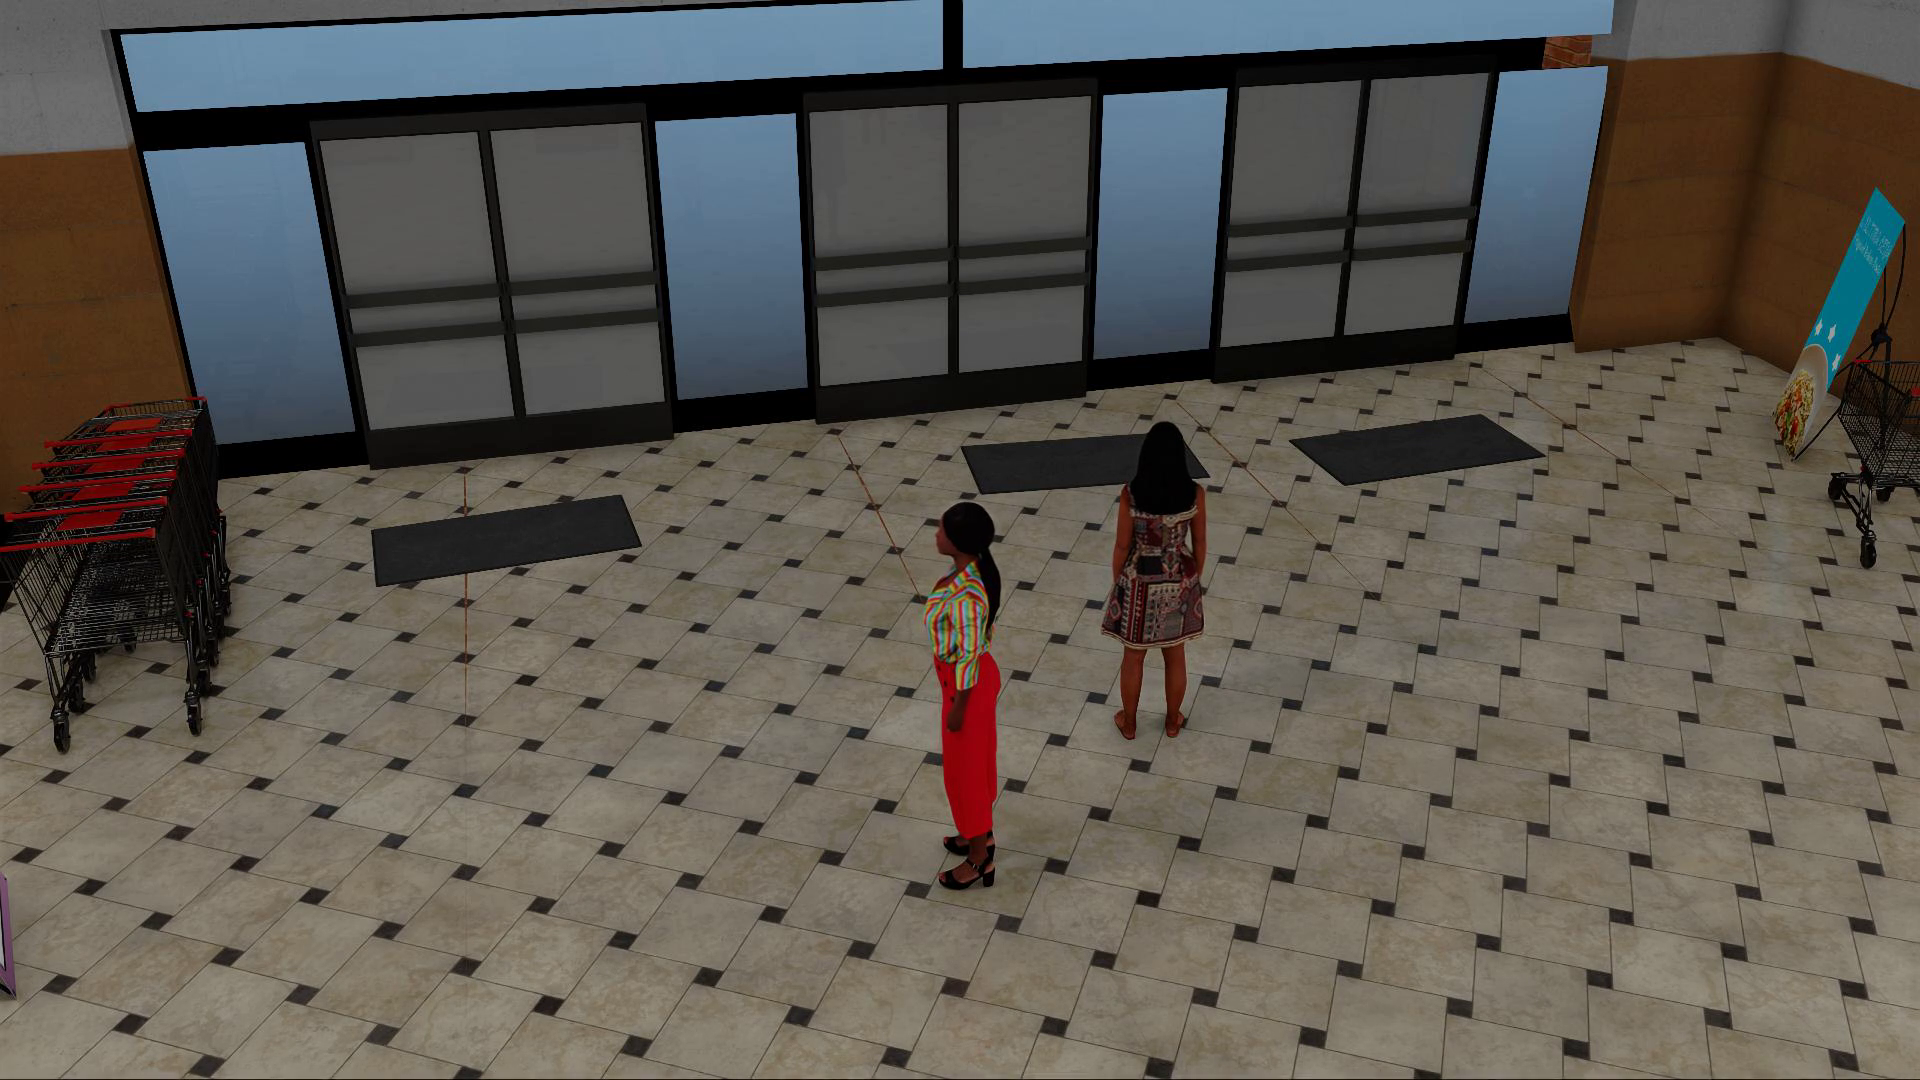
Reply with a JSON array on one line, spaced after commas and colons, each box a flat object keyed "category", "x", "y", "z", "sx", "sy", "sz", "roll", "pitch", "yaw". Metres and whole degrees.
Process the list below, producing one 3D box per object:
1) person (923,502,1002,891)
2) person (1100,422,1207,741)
[{"category": "person", "x": 0.037, "y": 0.652, "z": 6.839, "sx": 0.740, "sy": 1.792, "sz": 0.607, "roll": 4, "pitch": 27, "yaw": 9}, {"category": "person", "x": 0.930, "y": 0.204, "z": 7.886, "sx": 0.692, "sy": 1.645, "sz": 0.596, "roll": -2, "pitch": 27, "yaw": -3}]
